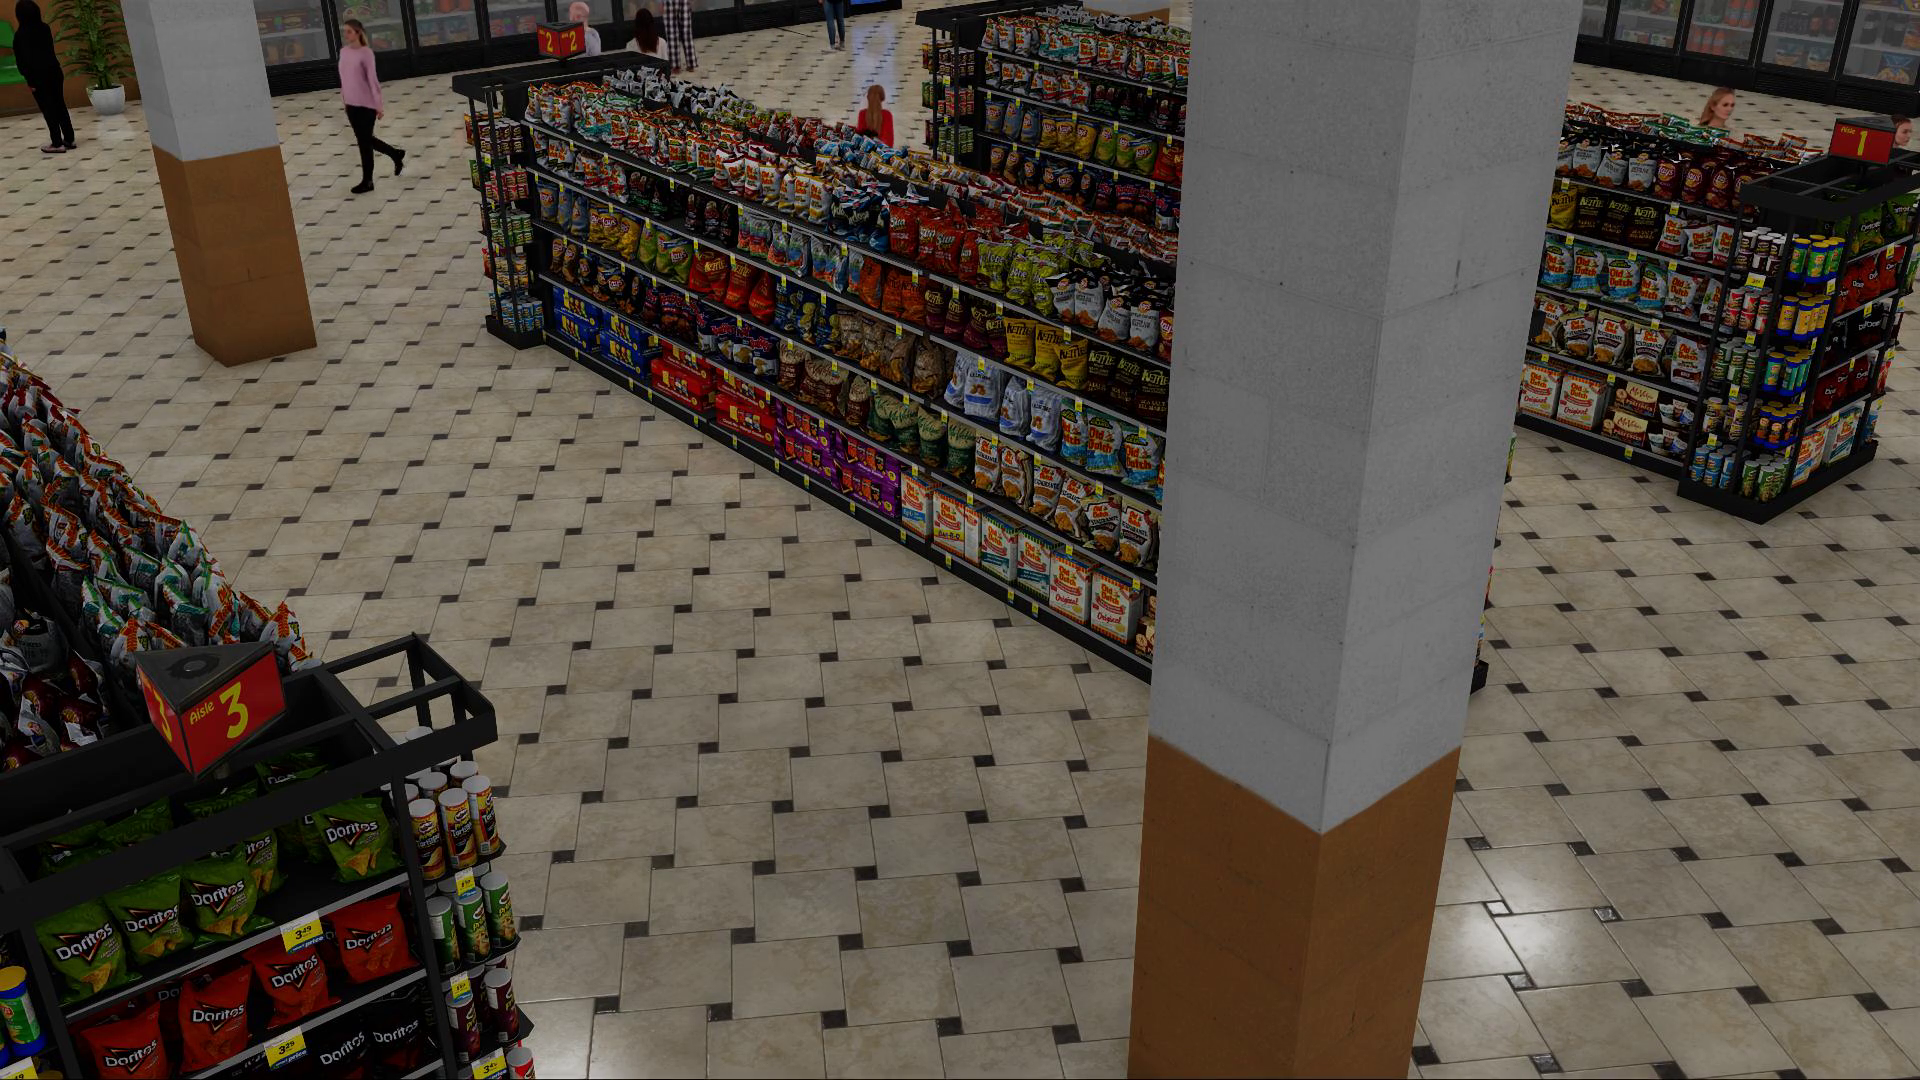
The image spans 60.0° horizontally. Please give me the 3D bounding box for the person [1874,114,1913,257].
[{"bbox_3d":[7.038,-2.442,12.873,0.613,1.704,0.513,-18,32,-32],"label":"person"}]

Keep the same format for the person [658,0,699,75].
[{"bbox_3d":[-3.744,-7.100,21.899,0.646,1.847,0.561,-17,32,-30],"label":"person"}]

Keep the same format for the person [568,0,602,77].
[{"bbox_3d":[-3.639,-4.438,16.723,1.234,1.782,1.223,0,27,1],"label":"person"}]

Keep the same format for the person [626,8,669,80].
[{"bbox_3d":[-3.192,-4.631,17.208,0.644,1.688,0.614,-13,30,-24],"label":"person"}]

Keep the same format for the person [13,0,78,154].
[{"bbox_3d":[-9.982,-5.056,18.125,0.819,1.616,0.769,4,27,8],"label":"person"}]

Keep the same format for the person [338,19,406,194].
[{"bbox_3d":[-5.948,-4.377,16.725,1.019,1.670,0.855,15,31,28],"label":"person"}]

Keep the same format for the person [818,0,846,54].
[{"bbox_3d":[-1.787,-7.675,23.267,0.581,1.636,0.647,23,35,37],"label":"person"}]

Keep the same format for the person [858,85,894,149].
[{"bbox_3d":[-0.797,-3.614,15.668,0.745,1.266,0.851,-2,27,-4],"label":"person"}]

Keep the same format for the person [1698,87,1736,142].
[{"bbox_3d":[5.819,-2.693,13.242,0.850,1.817,1.003,-5,27,-10],"label":"person"}]
